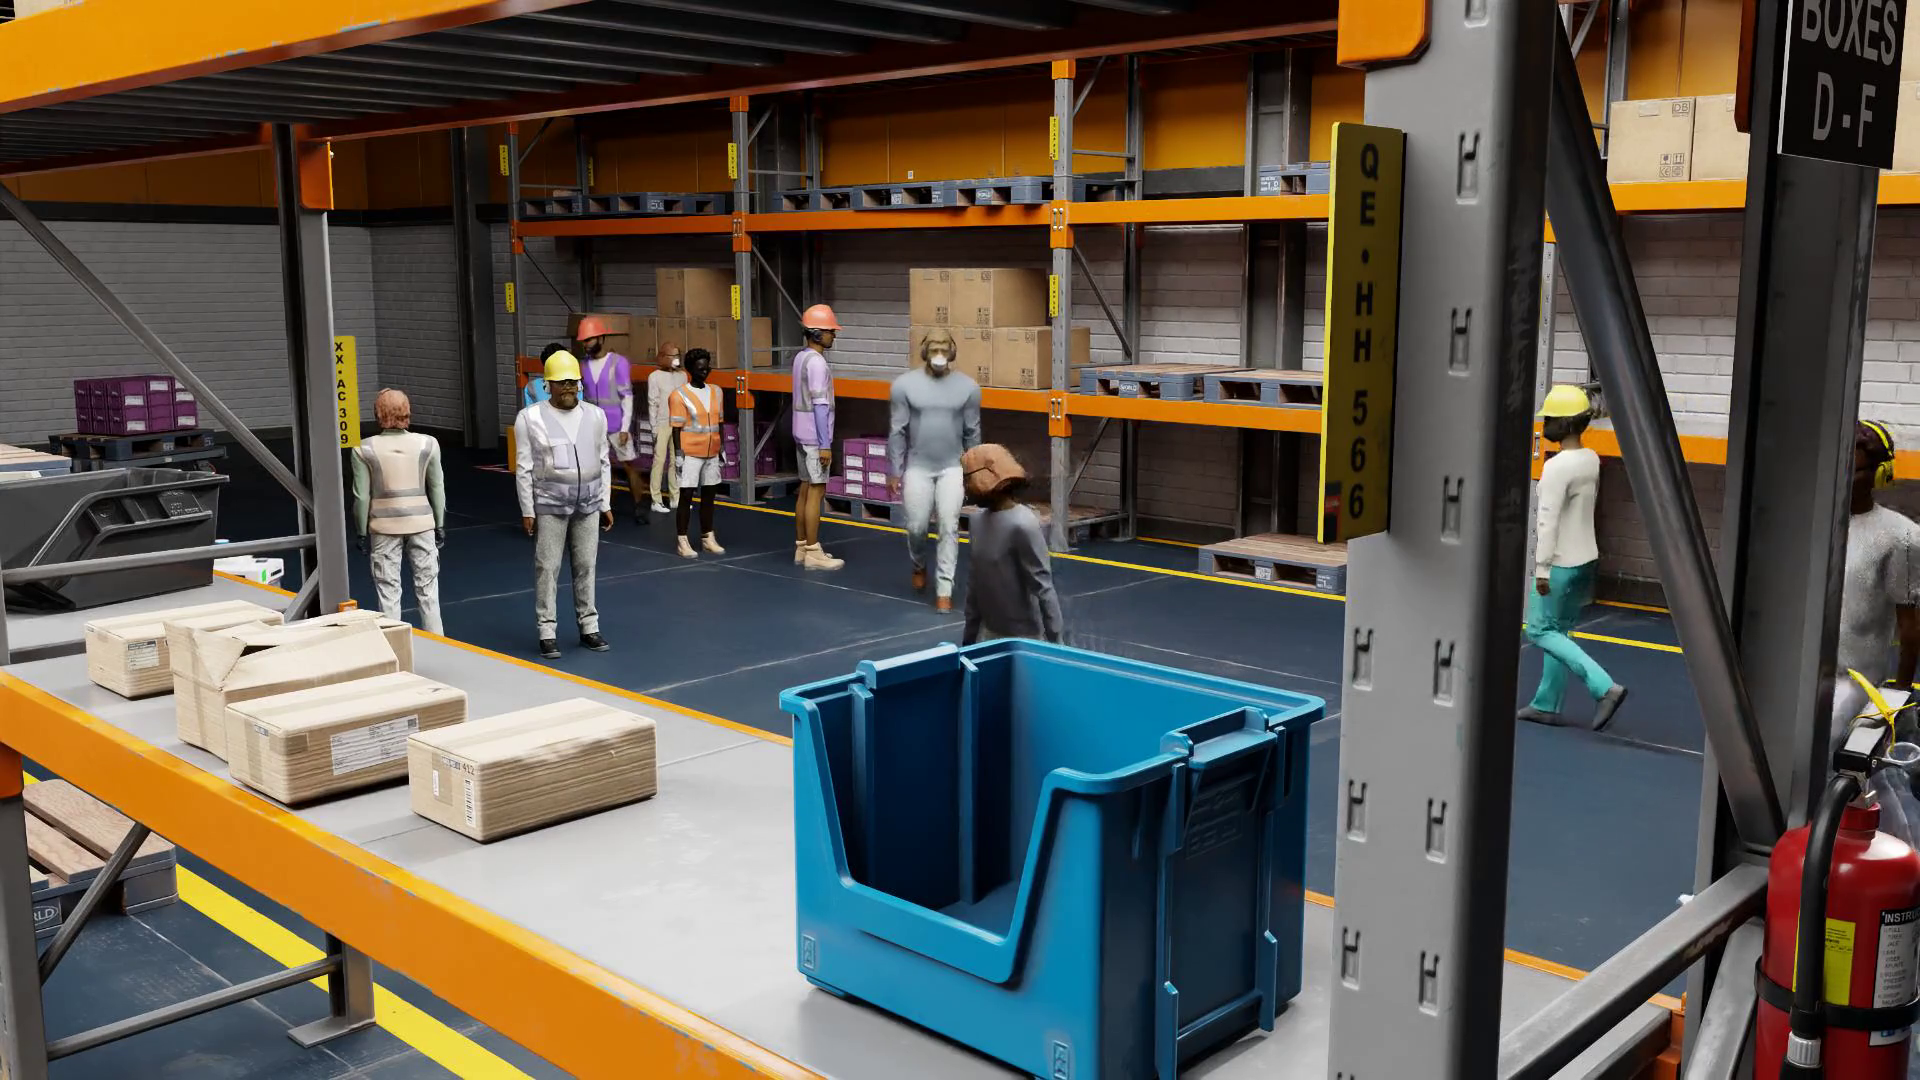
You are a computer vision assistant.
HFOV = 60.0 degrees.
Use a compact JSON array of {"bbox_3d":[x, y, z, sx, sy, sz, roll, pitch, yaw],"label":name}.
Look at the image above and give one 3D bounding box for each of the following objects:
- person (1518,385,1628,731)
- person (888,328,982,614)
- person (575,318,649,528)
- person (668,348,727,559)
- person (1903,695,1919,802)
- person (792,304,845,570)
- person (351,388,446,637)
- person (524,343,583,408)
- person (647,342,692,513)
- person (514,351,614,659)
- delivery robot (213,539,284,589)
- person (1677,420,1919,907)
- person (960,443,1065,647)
[{"bbox_3d":[3.042,0.106,8.250,0.590,1.749,0.529,9,13,43],"label":"person"},{"bbox_3d":[-0.166,-0.483,11.325,0.642,1.926,0.646,-1,9,-5],"label":"person"},{"bbox_3d":[-3.115,-1.042,14.896,0.562,1.899,0.709,4,10,21],"label":"person"},{"bbox_3d":[-2.102,-0.695,13.364,0.322,1.689,0.537,8,12,42],"label":"person"},{"bbox_3d":[3.003,0.611,4.608,0.622,1.920,0.595,3,10,16],"label":"person"},{"bbox_3d":[-1.091,-0.792,12.859,0.393,2.041,0.614,-3,10,-19],"label":"person"},{"bbox_3d":[-3.188,-0.042,9.489,0.513,1.642,0.311,-5,11,-28],"label":"person"},{"bbox_3d":[-3.391,-0.807,14.012,0.540,1.696,0.316,1,9,8],"label":"person"},{"bbox_3d":[-2.778,-1.075,15.881,0.284,1.627,0.493,6,11,35],"label":"person"},{"bbox_3d":[-2.354,-0.215,9.969,0.593,1.833,0.404,-7,11,-35],"label":"person"},{"bbox_3d":[-4.782,0.240,10.795,0.707,0.478,0.477,0,9,-1],"label":"delivery robot"},{"bbox_3d":[3.054,0.477,5.819,1.032,1.805,0.526,-1,9,-7],"label":"person"},{"bbox_3d":[0.210,0.400,6.903,0.408,1.600,0.558,-5,11,-29],"label":"person"}]
